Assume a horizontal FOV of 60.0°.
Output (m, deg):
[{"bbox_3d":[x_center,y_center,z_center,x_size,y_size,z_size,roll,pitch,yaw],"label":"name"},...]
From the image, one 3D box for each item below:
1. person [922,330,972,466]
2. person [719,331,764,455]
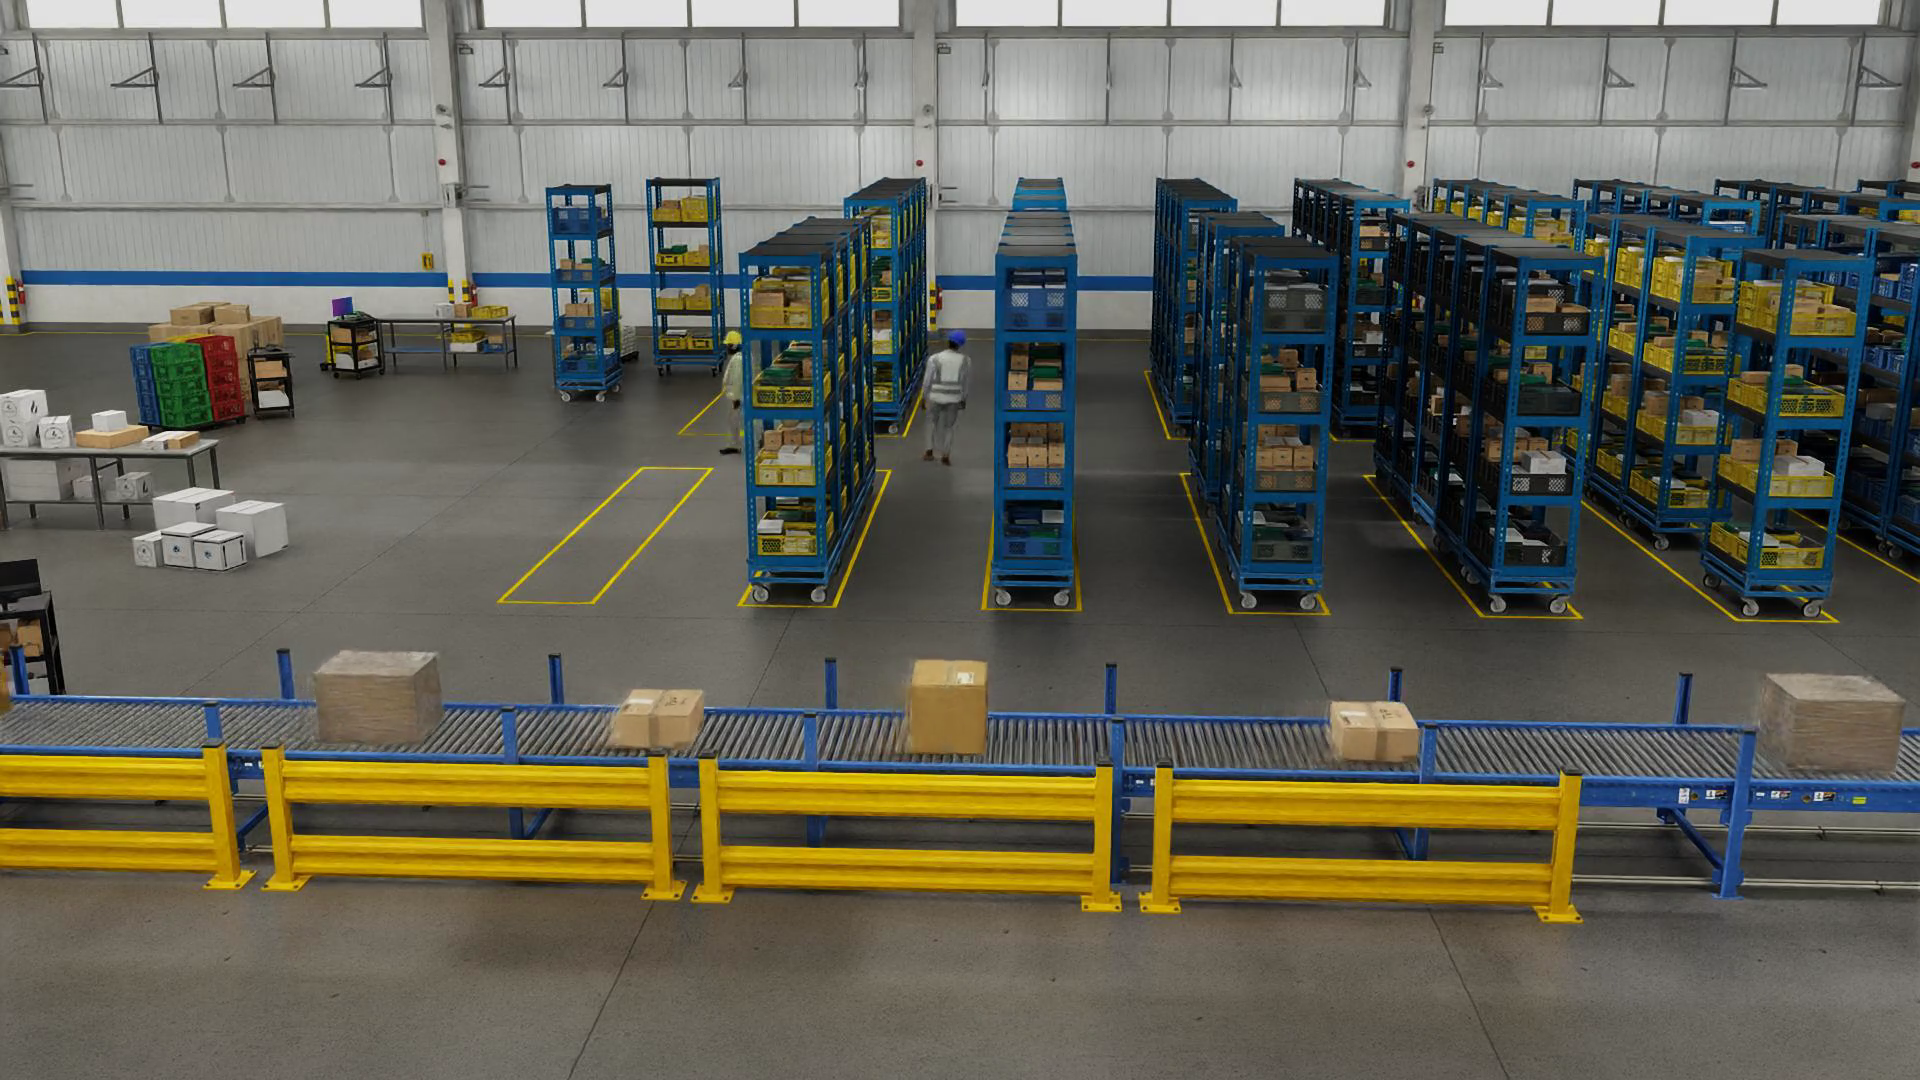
[{"bbox_3d":[-0.183,-1.993,23.350,0.703,1.899,0.403,-1,15,-5],"label":"person"},{"bbox_3d":[-3.141,-2.106,23.915,0.650,1.817,0.602,-2,15,-9],"label":"person"}]
